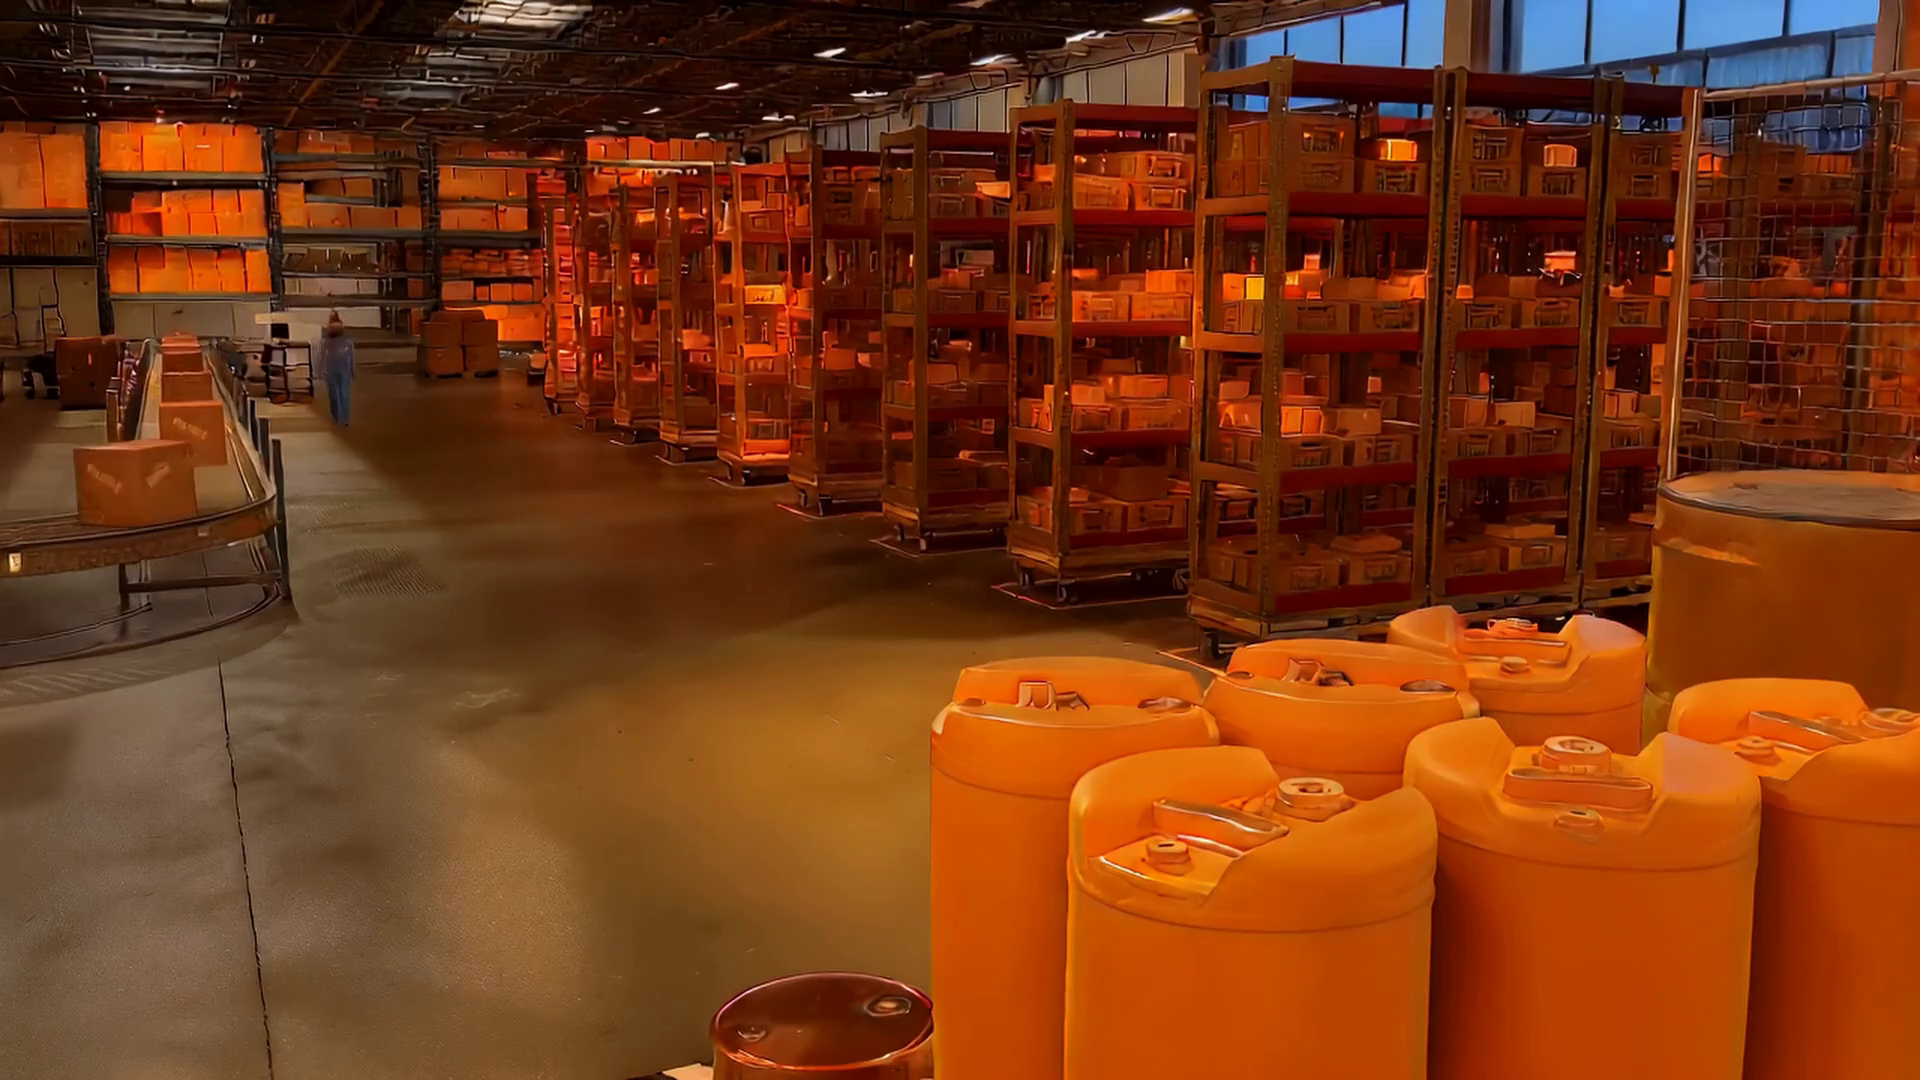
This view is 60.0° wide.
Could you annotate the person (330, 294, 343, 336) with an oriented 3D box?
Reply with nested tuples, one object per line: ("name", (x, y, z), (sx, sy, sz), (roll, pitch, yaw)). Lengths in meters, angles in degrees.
("person", (-18.492, -6.416, 49.368), (0.337, 1.760, 0.526), (-4, 10, -25))

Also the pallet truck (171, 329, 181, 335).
("pallet truck", (-17.275, -3.851, 35.096), (1.601, 1.201, 0.680), (0, 9, 1))

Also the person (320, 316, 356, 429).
("person", (-9.649, -2.610, 25.809), (0.528, 1.742, 0.791), (-4, 10, -21))

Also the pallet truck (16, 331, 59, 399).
("pallet truck", (-17.082, -3.353, 31.781), (1.630, 1.274, 0.653), (-4, 10, -25))

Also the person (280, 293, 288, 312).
("person", (-22.009, -7.144, 53.677), (0.694, 1.819, 0.630), (-4, 10, -21))

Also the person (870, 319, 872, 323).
("person", (-2.818, -6.869, 52.191), (0.341, 1.750, 0.565), (3, 10, 16))
